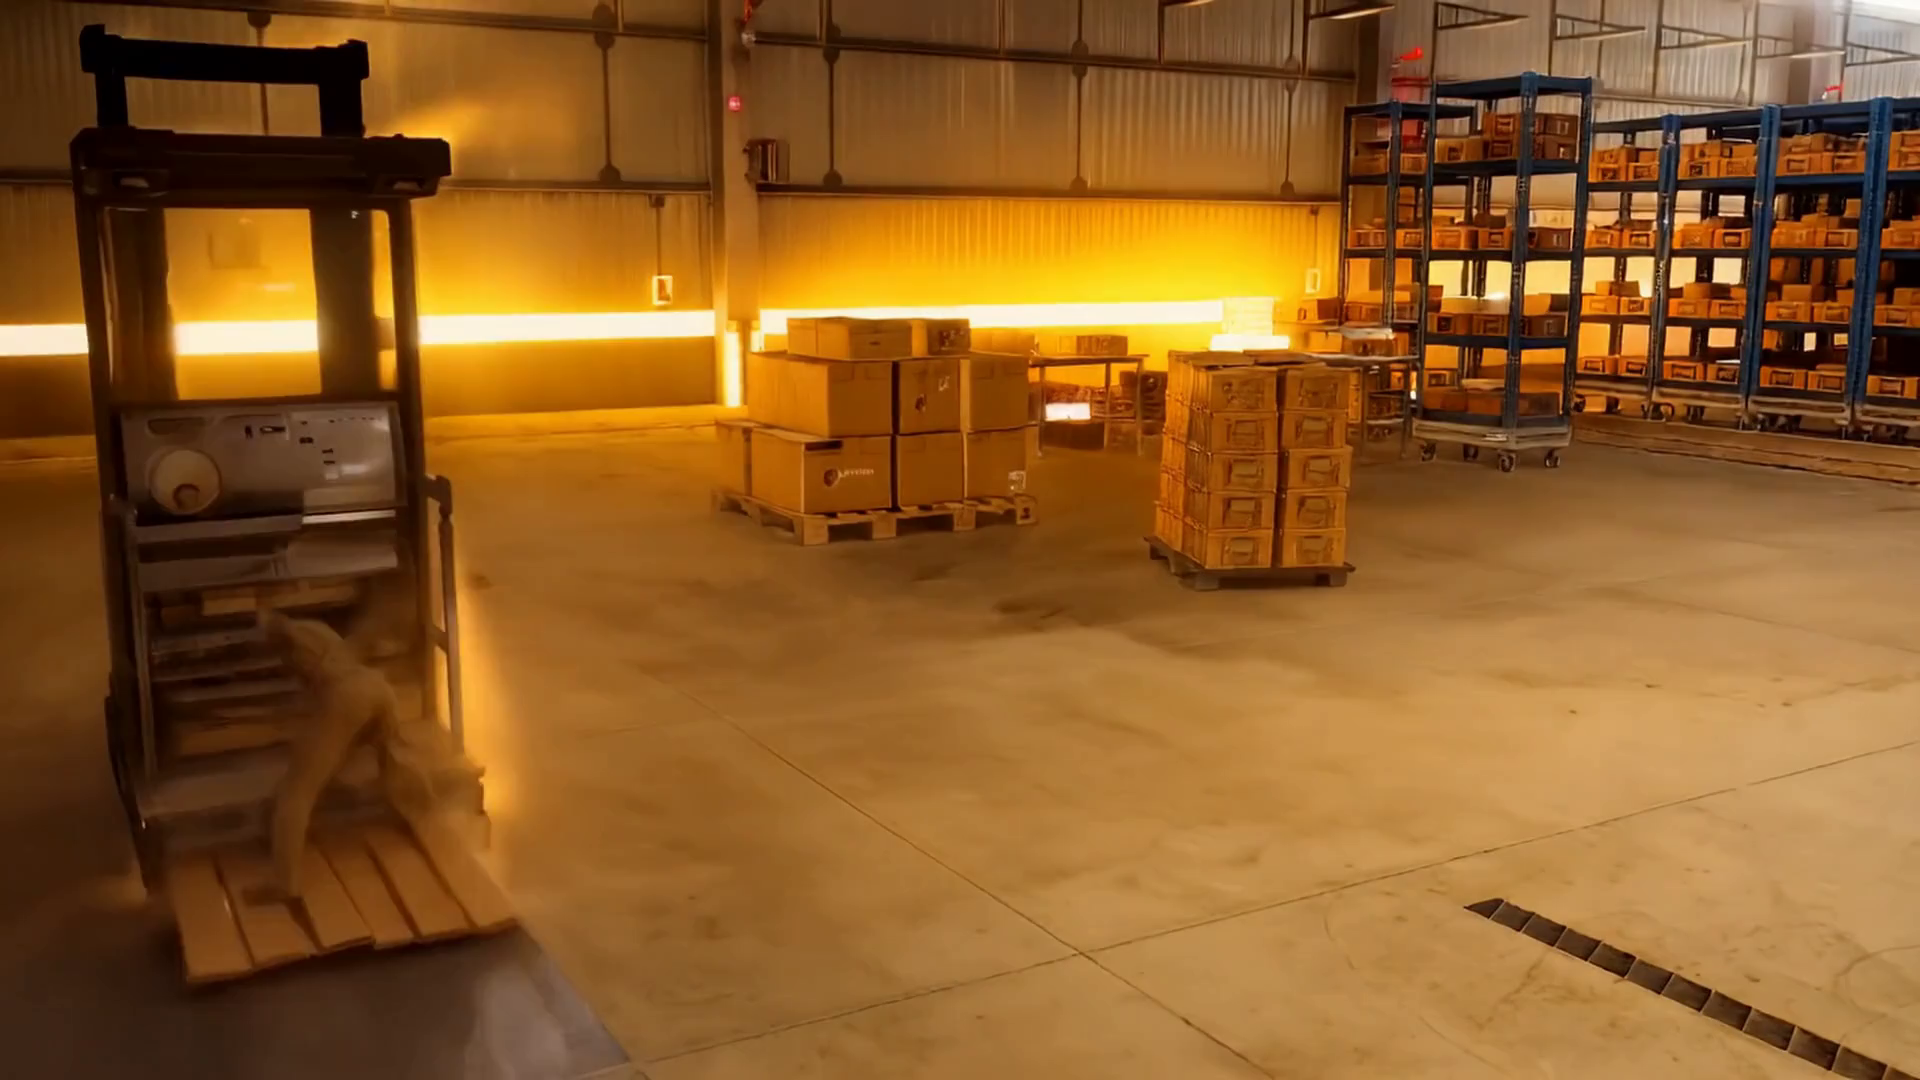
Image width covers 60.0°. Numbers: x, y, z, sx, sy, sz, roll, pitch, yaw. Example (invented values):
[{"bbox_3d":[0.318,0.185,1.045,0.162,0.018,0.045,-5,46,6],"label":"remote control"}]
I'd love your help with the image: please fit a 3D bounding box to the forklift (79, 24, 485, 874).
[{"bbox_3d":[-2.654,-0.454,6.244,1.129,2.768,1.873,-6,12,-30],"label":"forklift"}]
